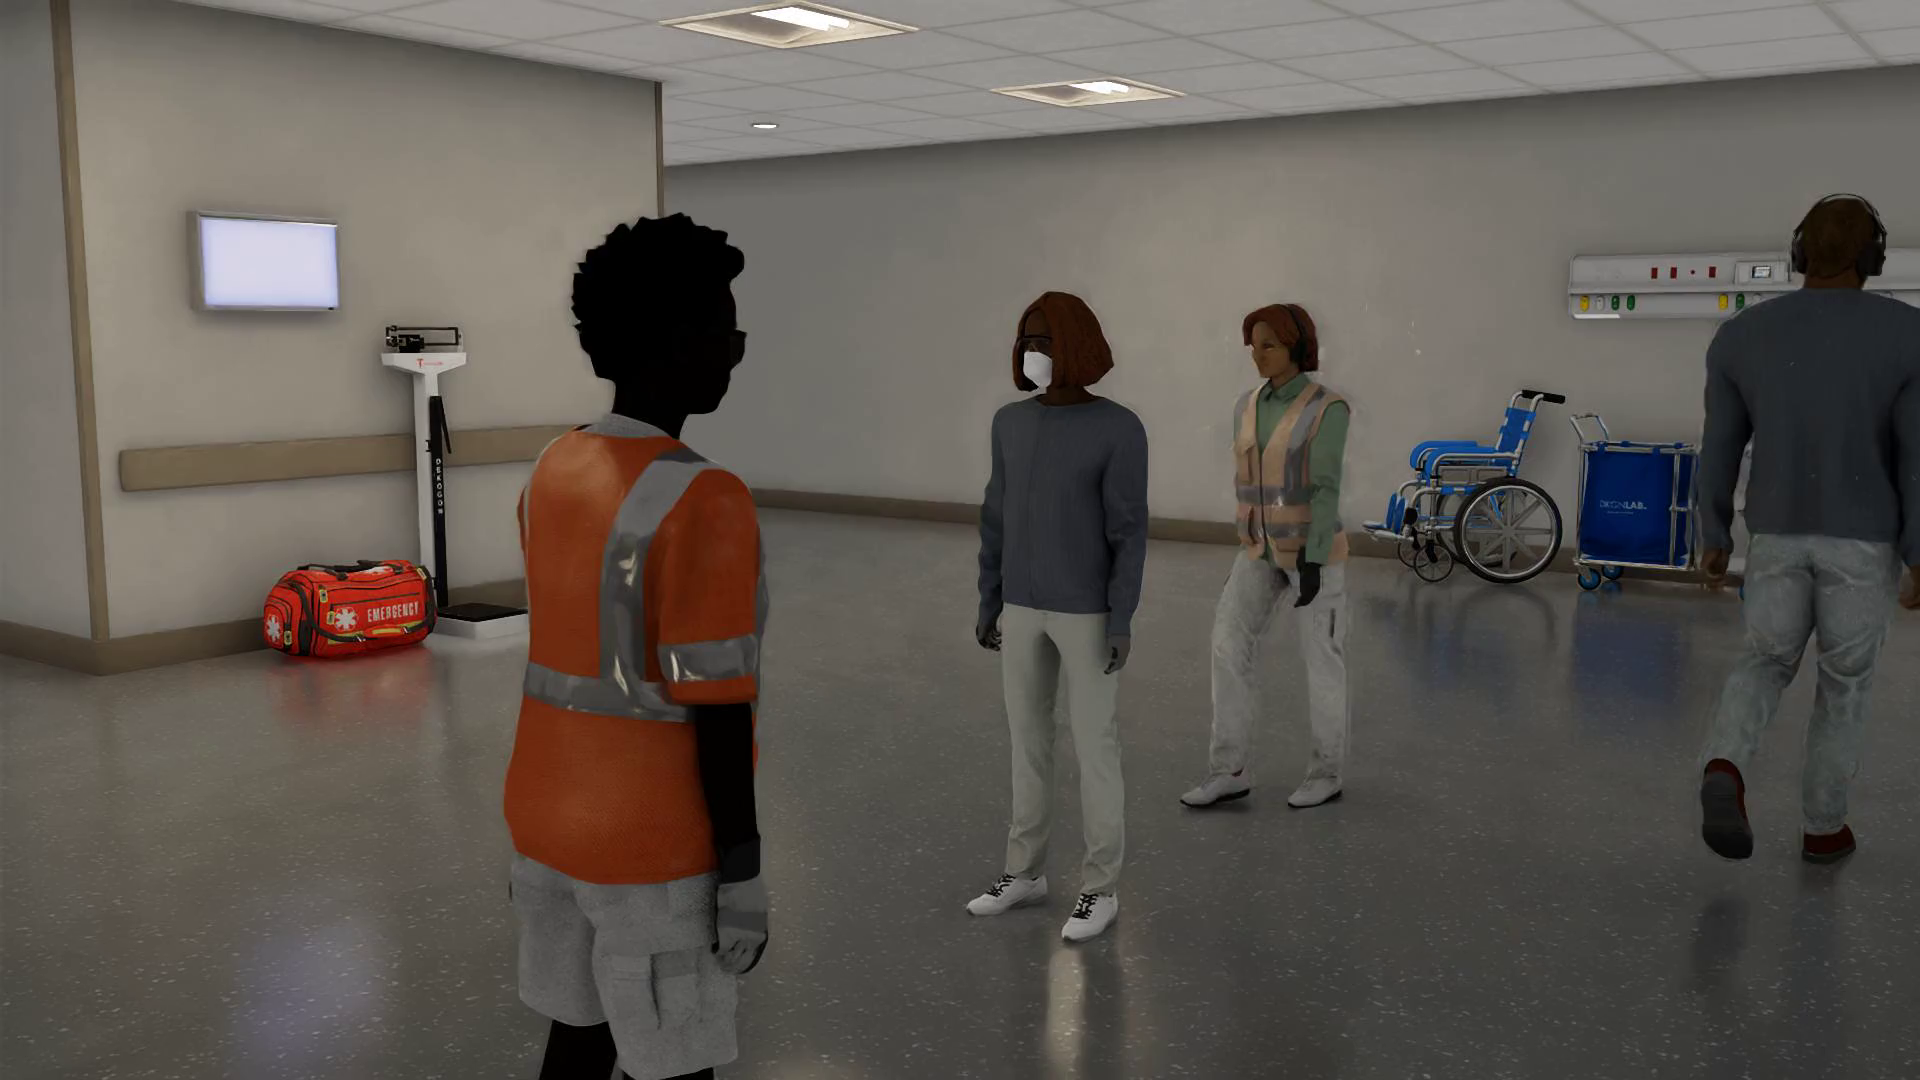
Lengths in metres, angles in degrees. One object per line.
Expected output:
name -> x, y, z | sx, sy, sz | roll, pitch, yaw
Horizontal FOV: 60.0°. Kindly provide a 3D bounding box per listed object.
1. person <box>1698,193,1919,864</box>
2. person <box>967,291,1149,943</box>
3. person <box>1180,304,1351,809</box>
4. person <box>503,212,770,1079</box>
person -> 2.374, 0.000, 4.648 | 0.633, 1.921, 0.690 | 7, 10, 44
person -> 0.247, 0.190, 4.250 | 0.500, 1.633, 0.284 | 6, 9, 40
person -> 0.995, 0.070, 5.255 | 0.658, 1.612, 0.525 | -5, 9, -36
person -> -0.436, 0.409, 2.279 | 0.322, 1.689, 0.536 | -6, 9, -39
